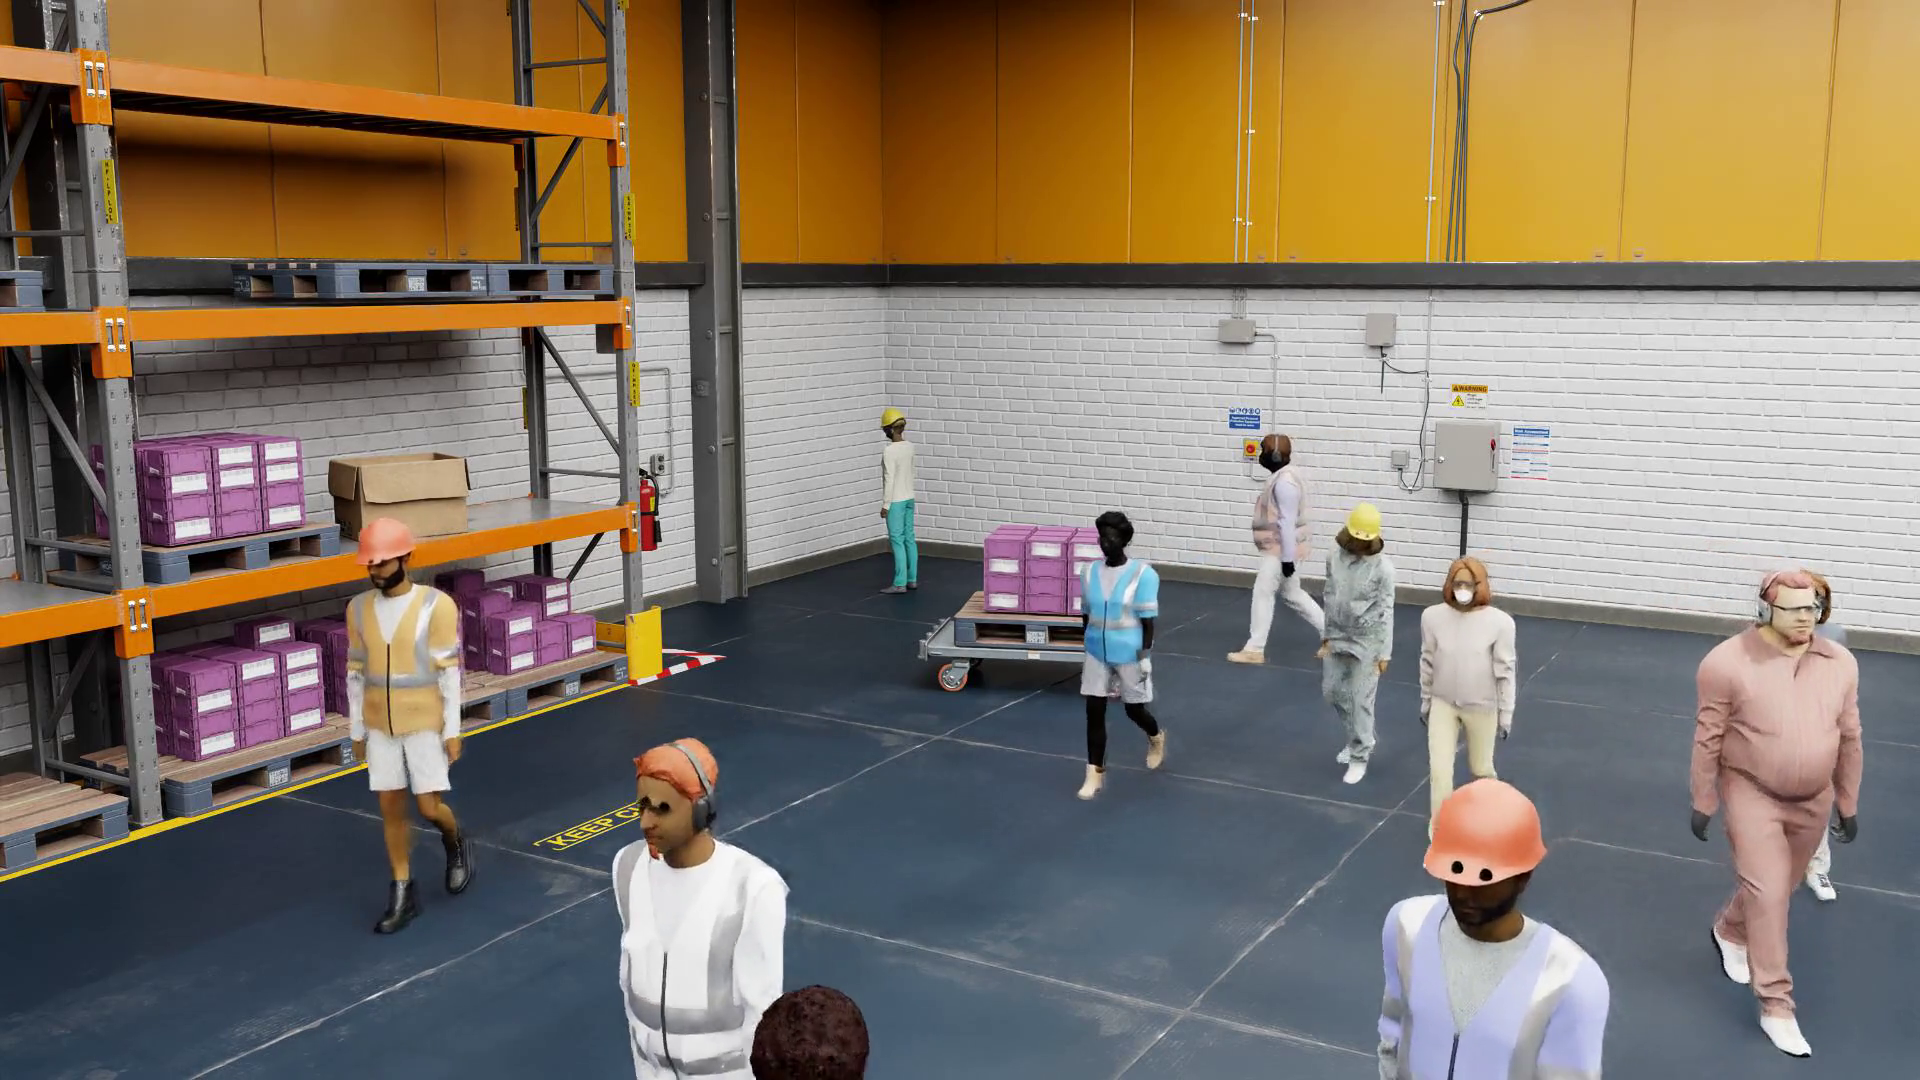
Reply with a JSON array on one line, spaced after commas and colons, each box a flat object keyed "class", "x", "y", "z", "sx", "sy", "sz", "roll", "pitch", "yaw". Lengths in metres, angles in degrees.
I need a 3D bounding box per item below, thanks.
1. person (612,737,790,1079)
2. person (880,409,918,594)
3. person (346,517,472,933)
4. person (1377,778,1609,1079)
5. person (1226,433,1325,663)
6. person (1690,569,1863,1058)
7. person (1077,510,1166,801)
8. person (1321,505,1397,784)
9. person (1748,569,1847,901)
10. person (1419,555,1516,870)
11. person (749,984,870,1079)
[{"class": "person", "x": -0.711, "y": 1.428, "z": 4.330, "sx": 0.597, "sy": 1.832, "sz": 0.974, "roll": 5, "pitch": 10, "yaw": 28}, {"class": "person", "x": -0.609, "y": -0.363, "z": 15.773, "sx": 0.338, "sy": 1.758, "sz": 0.528, "roll": 5, "pitch": 10, "yaw": 27}, {"class": "person", "x": -2.573, "y": 0.837, "z": 7.750, "sx": 0.570, "sy": 1.925, "sz": 0.556, "roll": 2, "pitch": 9, "yaw": 10}, {"class": "person", "x": 1.109, "y": 1.481, "z": 3.749, "sx": 0.557, "sy": 1.910, "sz": 0.840, "roll": 8, "pitch": 12, "yaw": 42}, {"class": "person", "x": 2.573, "y": 0.073, "z": 12.914, "sx": 0.868, "sy": 1.814, "sz": 0.637, "roll": 2, "pitch": 9, "yaw": 10}, {"class": "person", "x": 3.310, "y": 1.023, "z": 6.779, "sx": 0.650, "sy": 1.868, "sz": 0.944, "roll": 0, "pitch": 9, "yaw": -3}, {"class": "person", "x": 0.943, "y": 0.644, "z": 9.728, "sx": 0.538, "sy": 1.675, "sz": 0.709, "roll": 6, "pitch": 11, "yaw": 32}, {"class": "person", "x": 2.392, "y": 0.604, "z": 9.893, "sx": 0.596, "sy": 1.698, "sz": 0.535, "roll": -8, "pitch": 12, "yaw": -39}, {"class": "person", "x": 4.067, "y": 0.937, "z": 8.115, "sx": 0.500, "sy": 1.603, "sz": 0.644, "roll": 2, "pitch": 9, "yaw": 12}, {"class": "person", "x": 2.643, "y": 0.856, "z": 8.639, "sx": 0.506, "sy": 1.605, "sz": 0.761, "roll": 6, "pitch": 11, "yaw": 32}, {"class": "person", "x": -0.239, "y": 1.669, "z": 2.726, "sx": 0.581, "sy": 1.891, "sz": 0.936, "roll": 2, "pitch": 9, "yaw": 10}]
